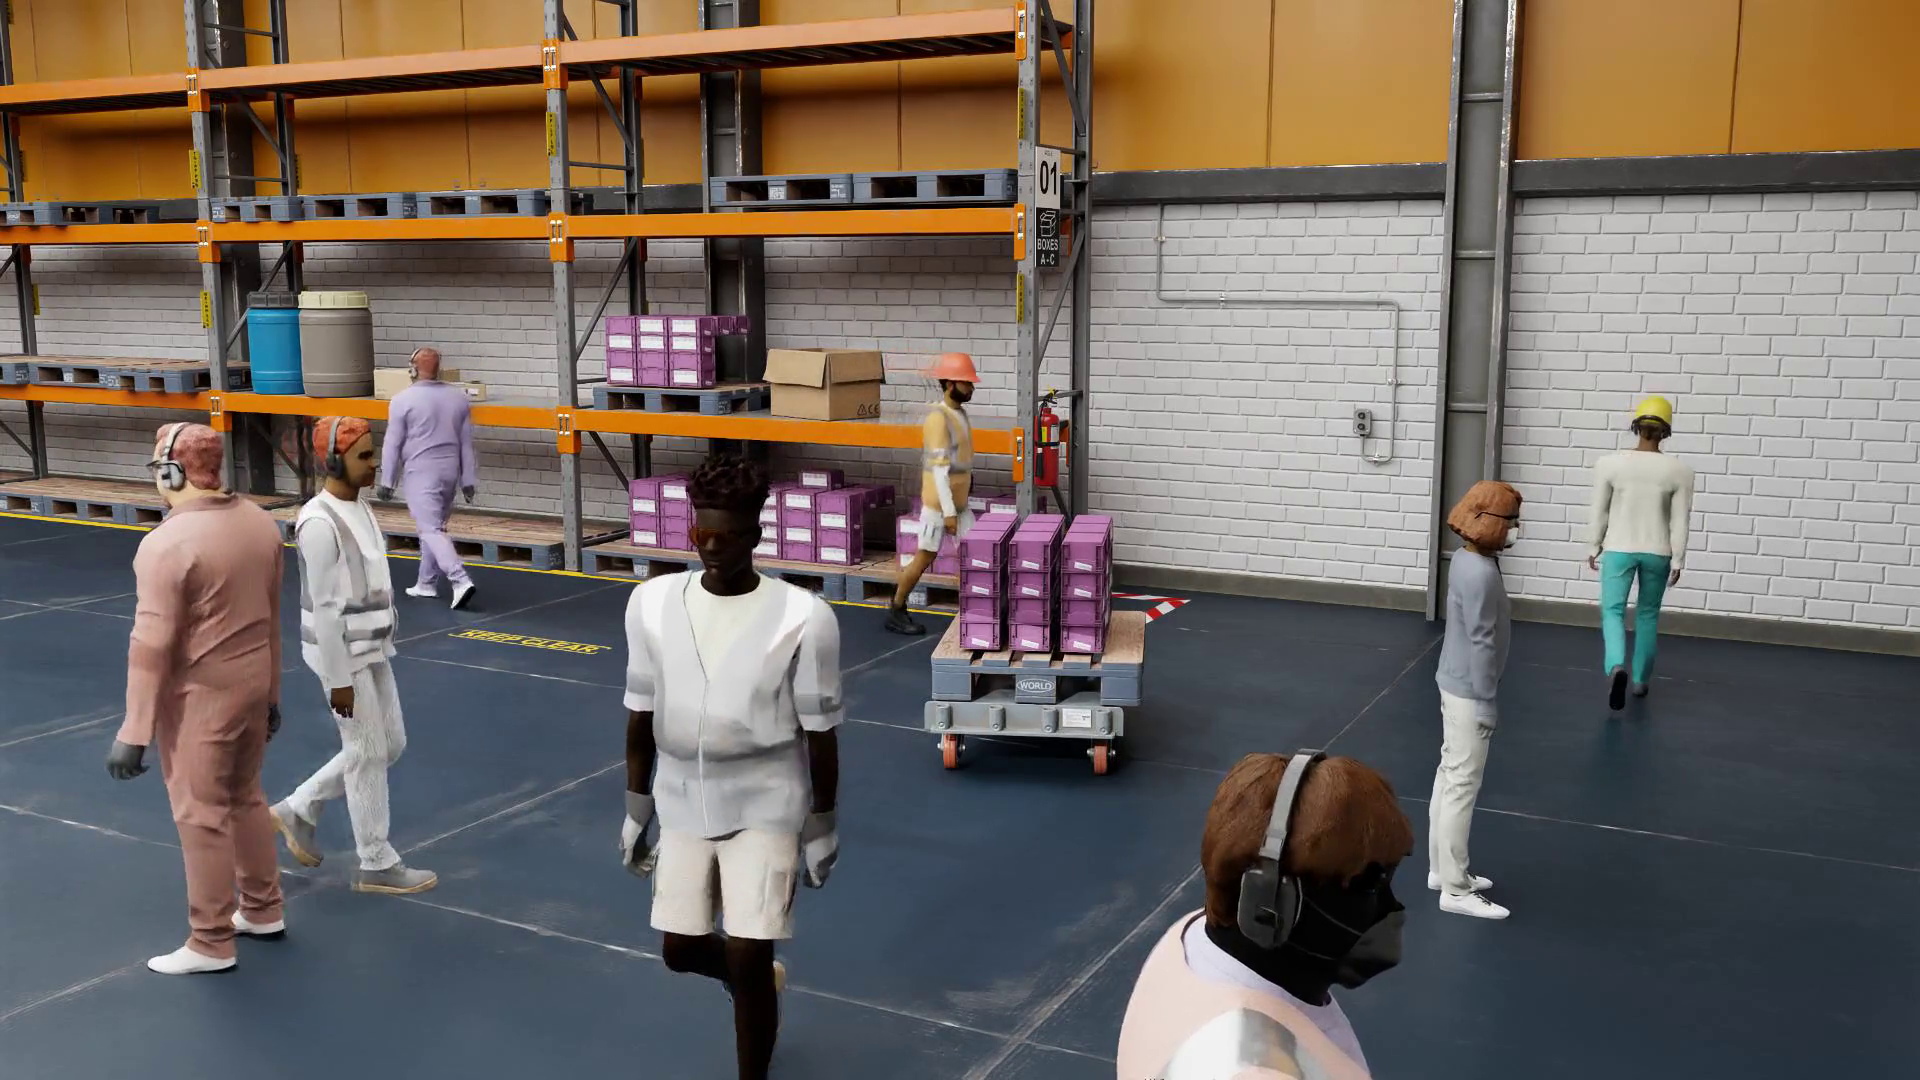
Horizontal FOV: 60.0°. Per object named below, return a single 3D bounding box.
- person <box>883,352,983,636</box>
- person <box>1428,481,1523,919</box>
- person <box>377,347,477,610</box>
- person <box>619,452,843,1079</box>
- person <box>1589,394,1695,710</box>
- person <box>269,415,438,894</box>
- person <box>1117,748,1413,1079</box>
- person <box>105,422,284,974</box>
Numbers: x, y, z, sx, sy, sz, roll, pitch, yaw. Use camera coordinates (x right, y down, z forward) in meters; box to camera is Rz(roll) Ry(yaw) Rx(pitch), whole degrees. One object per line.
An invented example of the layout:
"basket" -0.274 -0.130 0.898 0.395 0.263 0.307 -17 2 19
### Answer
"person" -0.082 -0.274 10.819 0.993 1.889 0.564 4 10 23
"person" 1.943 0.587 6.281 0.281 1.633 0.498 1 9 9
"person" -3.766 -0.447 11.955 0.921 1.869 0.640 6 11 32
"person" -0.605 0.710 4.560 0.622 1.947 0.704 3 10 15
"person" 3.746 0.067 9.174 0.520 1.735 0.755 3 10 19
"person" -2.377 0.450 6.382 0.598 1.869 0.575 0 9 -1
"person" 0.391 1.159 2.119 0.429 1.840 0.627 0 9 3
"person" -2.589 0.549 5.697 0.408 1.908 0.673 1 9 9
